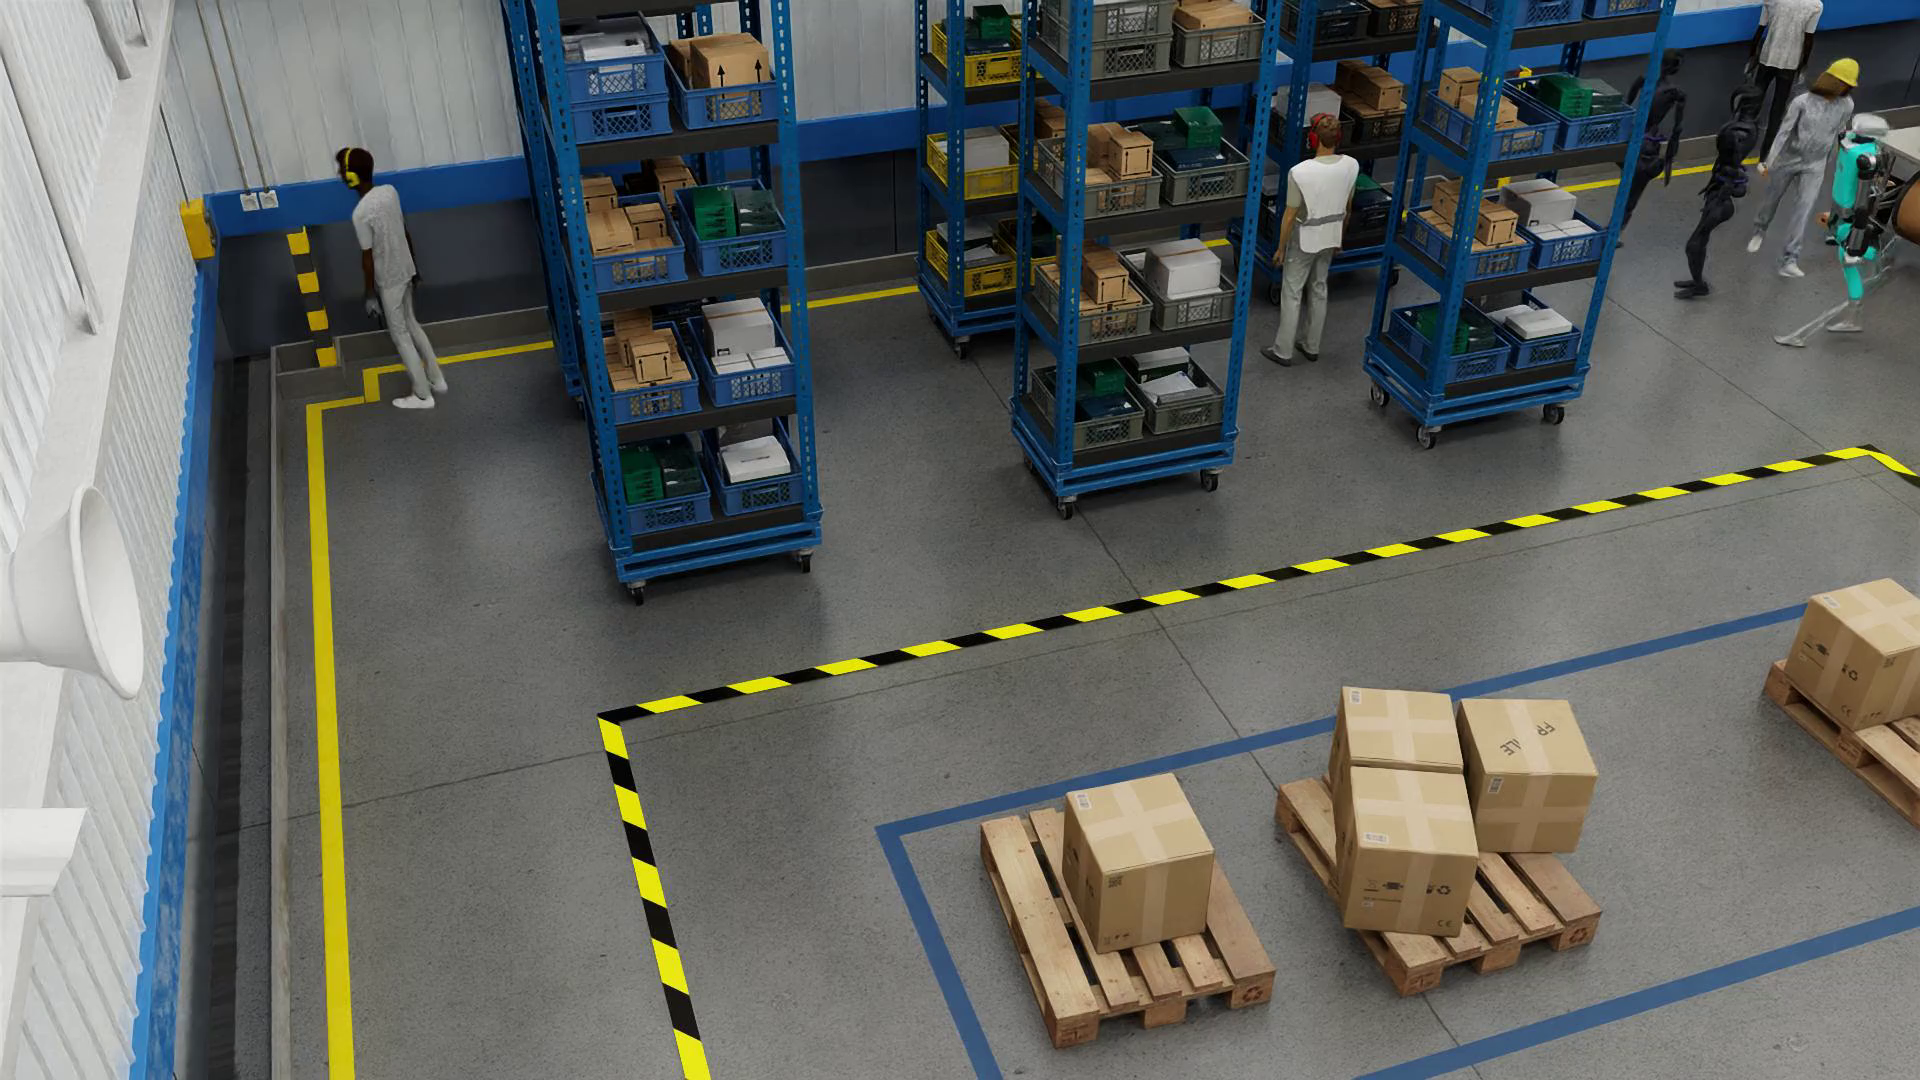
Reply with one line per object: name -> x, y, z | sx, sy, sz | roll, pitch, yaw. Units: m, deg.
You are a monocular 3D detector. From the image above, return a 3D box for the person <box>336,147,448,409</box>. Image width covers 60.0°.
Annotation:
person -> -3.821, -1.735, 11.147 | 0.375, 1.852, 0.549 | 6, 36, 8

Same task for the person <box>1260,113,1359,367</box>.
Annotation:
person -> 2.470, -2.072, 11.638 | 0.572, 1.831, 0.408 | -16, 38, -22

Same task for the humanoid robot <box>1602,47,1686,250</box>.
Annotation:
humanoid robot -> 5.447, -3.109, 13.244 | 0.442, 1.644, 0.585 | -21, 40, -27

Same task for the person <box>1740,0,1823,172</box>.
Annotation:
person -> 7.171, -4.162, 14.582 | 0.511, 1.858, 0.333 | 25, 42, 31

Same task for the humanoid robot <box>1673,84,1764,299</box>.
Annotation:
humanoid robot -> 5.741, -2.631, 12.554 | 0.317, 1.648, 0.615 | 9, 36, 13

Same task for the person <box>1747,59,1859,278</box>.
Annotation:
person -> 6.536, -2.912, 12.943 | 0.575, 1.684, 0.902 | 7, 36, 10

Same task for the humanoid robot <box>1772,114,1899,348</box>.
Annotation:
humanoid robot -> 6.452, -2.157, 11.850 | 0.924, 1.767, 0.547 | 3, 35, 4
